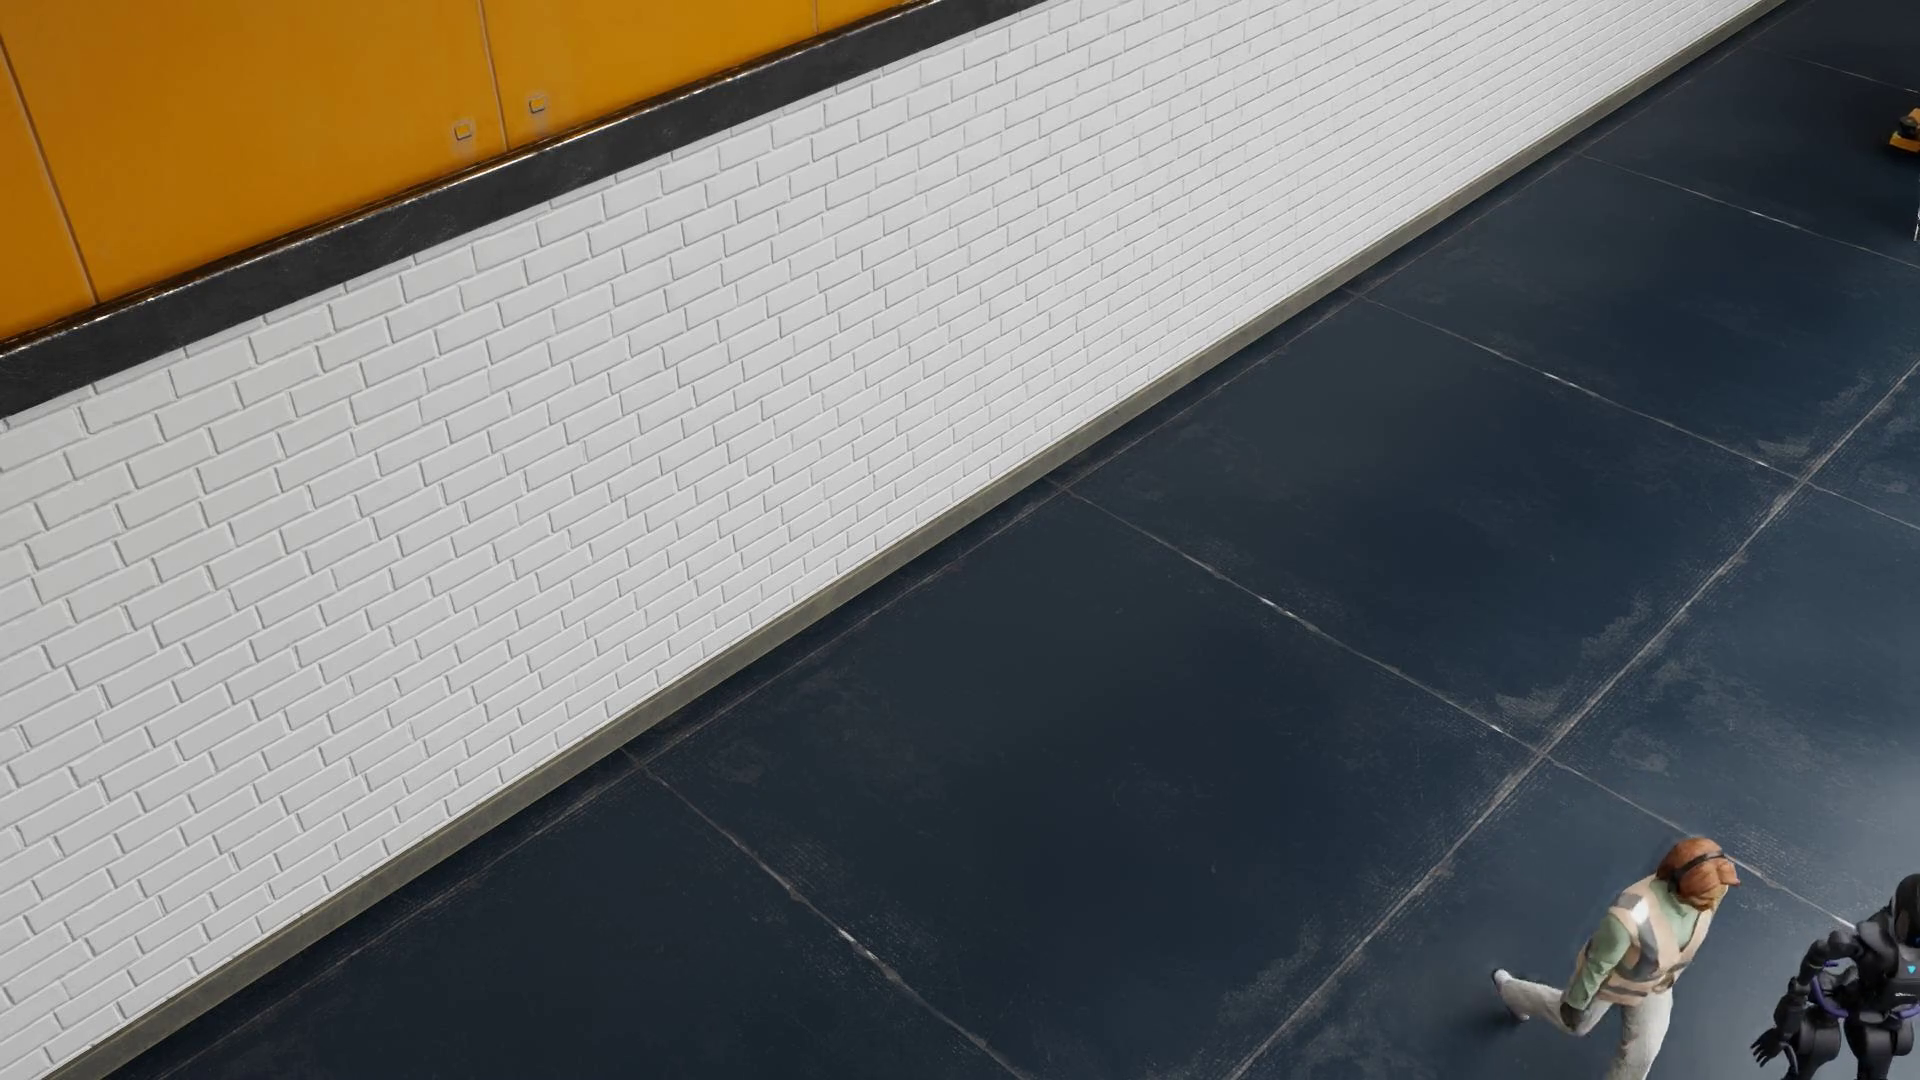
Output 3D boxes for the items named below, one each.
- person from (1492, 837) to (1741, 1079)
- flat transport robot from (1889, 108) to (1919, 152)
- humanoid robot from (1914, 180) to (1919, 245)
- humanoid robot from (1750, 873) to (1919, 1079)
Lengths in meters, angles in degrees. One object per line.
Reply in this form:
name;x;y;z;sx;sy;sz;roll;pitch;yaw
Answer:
person;2.329;1.500;5.986;0.518;1.595;0.766;-13;40;-16
flat transport robot;7.954;-3.006;12.677;1.431;0.231;0.659;27;46;29
humanoid robot;6.911;-2.869;11.334;0.544;1.801;0.714;-2;39;-3
humanoid robot;3.090;1.647;5.734;0.616;1.632;0.442;2;39;3
